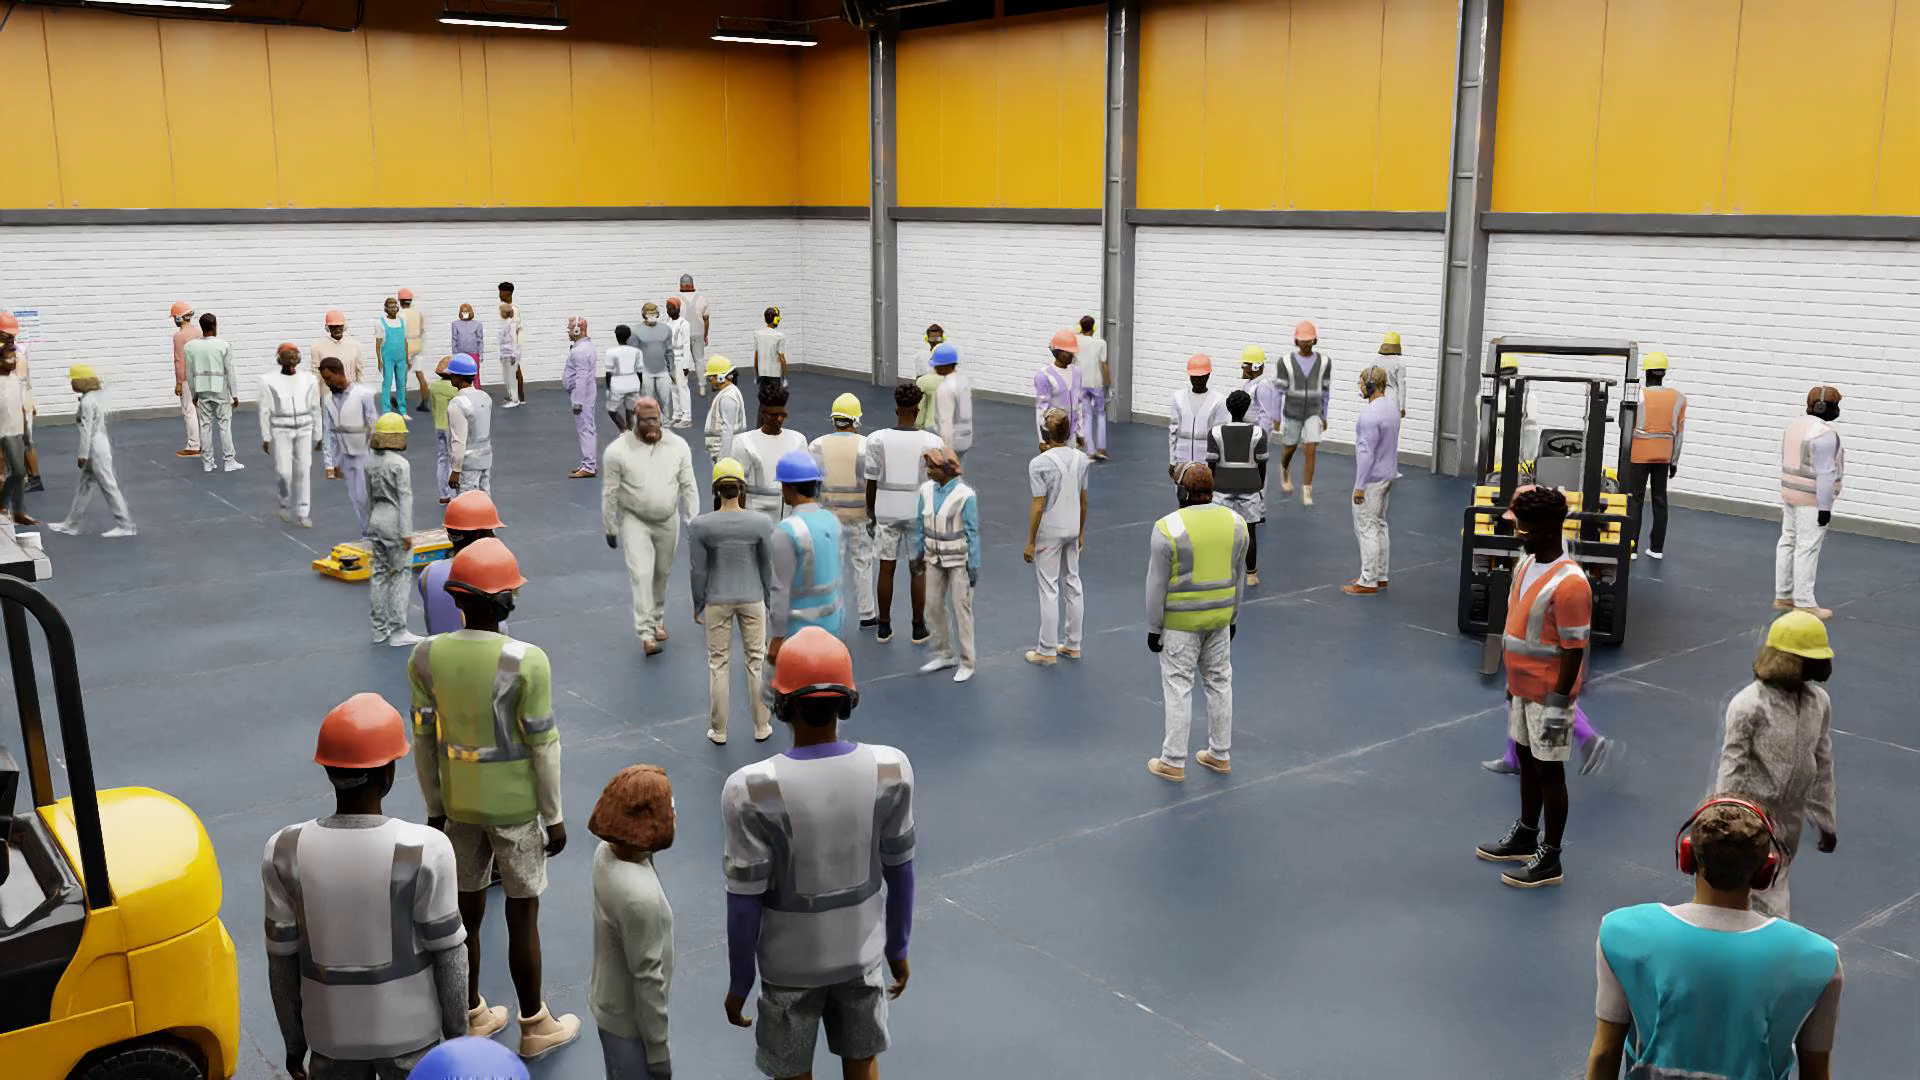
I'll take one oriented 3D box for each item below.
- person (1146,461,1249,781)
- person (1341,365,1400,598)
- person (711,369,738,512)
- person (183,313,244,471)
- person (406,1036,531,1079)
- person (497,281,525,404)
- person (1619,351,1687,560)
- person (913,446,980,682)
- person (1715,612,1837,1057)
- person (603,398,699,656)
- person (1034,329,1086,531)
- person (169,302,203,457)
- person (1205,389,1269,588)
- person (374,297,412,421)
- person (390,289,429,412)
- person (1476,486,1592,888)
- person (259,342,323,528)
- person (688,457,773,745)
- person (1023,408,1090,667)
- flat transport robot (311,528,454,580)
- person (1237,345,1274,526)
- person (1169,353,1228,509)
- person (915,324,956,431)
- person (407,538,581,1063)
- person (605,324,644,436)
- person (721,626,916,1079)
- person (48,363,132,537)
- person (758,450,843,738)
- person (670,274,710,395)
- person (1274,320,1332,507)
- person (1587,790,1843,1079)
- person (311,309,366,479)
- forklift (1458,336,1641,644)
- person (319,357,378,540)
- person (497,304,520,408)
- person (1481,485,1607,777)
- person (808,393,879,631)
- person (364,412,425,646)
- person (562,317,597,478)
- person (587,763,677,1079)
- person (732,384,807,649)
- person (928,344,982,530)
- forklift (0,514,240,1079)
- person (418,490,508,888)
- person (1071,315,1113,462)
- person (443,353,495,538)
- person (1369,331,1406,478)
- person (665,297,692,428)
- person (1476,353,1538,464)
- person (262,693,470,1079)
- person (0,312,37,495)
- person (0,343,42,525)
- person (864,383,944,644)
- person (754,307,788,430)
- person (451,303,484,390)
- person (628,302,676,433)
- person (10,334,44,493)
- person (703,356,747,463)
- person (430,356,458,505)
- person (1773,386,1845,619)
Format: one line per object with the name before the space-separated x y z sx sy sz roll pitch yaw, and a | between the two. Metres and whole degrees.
person | 1.336 0.462 9.525 0.623 1.835 0.431 -5 13 -25
person | 3.461 -0.492 13.901 0.367 1.926 0.637 7 14 31
person | -2.248 -0.828 16.070 0.318 1.696 0.533 -5 13 -22
person | -9.043 -1.781 20.135 0.591 1.919 0.391 0 12 1
person | -0.781 1.777 2.883 0.630 1.942 0.409 -10 16 -41
person | -7.190 -3.156 26.658 0.362 1.963 0.614 -4 12 -20
person | 6.306 -0.766 15.242 0.583 1.918 0.394 -1 12 -3
person | -0.068 0.158 11.466 0.583 1.629 0.363 11 16 43
person | 3.268 1.135 6.505 0.507 1.717 0.711 -5 13 -25
person | -2.237 -0.101 12.159 0.656 1.863 0.976 -6 13 -27
person | 1.005 -1.058 16.387 0.611 2.030 0.410 -11 16 -42
person | -9.882 -2.057 21.327 0.410 1.981 0.626 1 12 4
person | 2.347 -0.428 14.134 0.530 1.697 0.322 2 12 9
person | -8.344 -2.650 24.509 0.325 1.843 0.517 11 16 43
person | -8.592 -2.951 25.845 0.985 1.883 0.575 10 15 39
person | 2.793 0.702 8.045 0.387 1.958 0.600 0 12 -1
person | -6.699 -1.051 16.714 0.599 1.873 0.423 -9 14 -36
person | -1.374 0.376 10.103 0.522 1.763 0.319 -2 12 -11
person | 0.677 -0.018 11.797 0.505 1.847 0.346 -8 14 -35
flat transport robot | -5.019 0.109 15.006 0.652 0.197 1.431 11 16 42
person | 2.955 -1.051 16.817 0.404 1.830 0.599 -1 12 -3
person | 2.147 -0.734 15.075 0.540 1.929 0.396 5 13 23
person | -0.274 -1.579 19.307 0.511 1.862 0.324 0 12 0
person | -1.787 1.001 6.396 0.607 2.045 0.390 4 12 19
person | -4.332 -1.950 21.510 0.540 1.678 0.413 -9 15 -36
person | -0.438 1.265 5.121 0.615 2.043 0.373 -6 13 -25
person | -8.540 -0.858 16.194 0.793 1.709 0.503 -5 13 -21
person | -0.863 0.462 9.247 0.452 1.935 0.642 6 13 26
person | -4.549 -3.434 27.818 0.688 2.000 0.536 -5 13 -23
person | 3.724 -1.414 18.179 0.612 2.010 0.952 0 12 2
person | 1.888 1.546 4.240 0.570 1.843 0.373 4 12 19
person | -7.340 -1.726 19.681 0.609 1.996 0.383 -7 14 -32
forklift | 4.683 -0.471 13.136 1.214 2.155 2.313 4 12 20
person | -5.525 -0.757 15.293 0.656 1.873 0.546 7 14 30
person | -7.116 -2.893 26.236 0.312 1.640 0.549 -8 14 -35
person | 3.315 0.541 9.376 0.600 1.727 0.579 9 15 37
person | -0.855 -0.209 12.750 0.586 1.833 0.403 3 12 12
person | -4.222 -0.083 12.395 0.503 1.735 0.366 8 14 35
person | -4.501 -1.691 19.730 0.407 1.908 0.641 -1 12 -6
person | -0.993 1.475 5.126 0.286 1.628 0.503 -5 13 -24
person | -1.378 -0.171 12.247 0.604 1.964 0.367 -8 14 -32
person | -0.091 -0.958 16.196 0.598 1.904 0.626 6 13 25
forklift | -3.687 1.115 5.480 2.313 2.155 1.214 -9 15 -36
person | -2.337 0.718 8.046 0.545 1.931 0.387 8 14 33
person | 1.668 -1.909 20.954 0.595 1.831 0.615 3 12 16
person | -4.340 -0.678 14.728 0.380 1.951 0.605 2 12 9
person | 5.081 -1.603 19.734 0.319 1.737 0.486 -10 15 -39
person | -4.068 -2.554 23.974 0.342 1.878 0.580 -9 15 -37
person | 5.051 -0.771 15.371 0.627 1.878 0.459 10 15 40
person | -1.676 1.385 4.796 0.551 1.935 0.375 0 12 -1
person | -10.646 -1.535 18.673 0.405 2.032 0.608 4 12 20
person | -9.526 -1.049 16.734 0.379 1.859 0.546 1 12 5
person | -0.406 -0.192 12.385 0.611 1.955 0.392 1 12 4
person | -2.532 -2.178 22.211 0.530 1.854 0.324 6 13 28
person | -7.830 -2.950 26.470 0.499 1.633 0.289 -2 12 -10
person | -4.113 -2.216 22.230 0.635 1.927 0.372 -7 14 -32
person | -10.656 -1.493 18.740 0.390 1.923 0.551 -11 16 -41
person | -2.239 -0.853 15.911 0.403 1.816 0.603 -1 12 -6
person | -5.475 -1.165 17.878 0.501 1.626 0.292 8 14 34
person | 6.754 -0.308 13.216 0.430 1.841 0.623 0 12 0
